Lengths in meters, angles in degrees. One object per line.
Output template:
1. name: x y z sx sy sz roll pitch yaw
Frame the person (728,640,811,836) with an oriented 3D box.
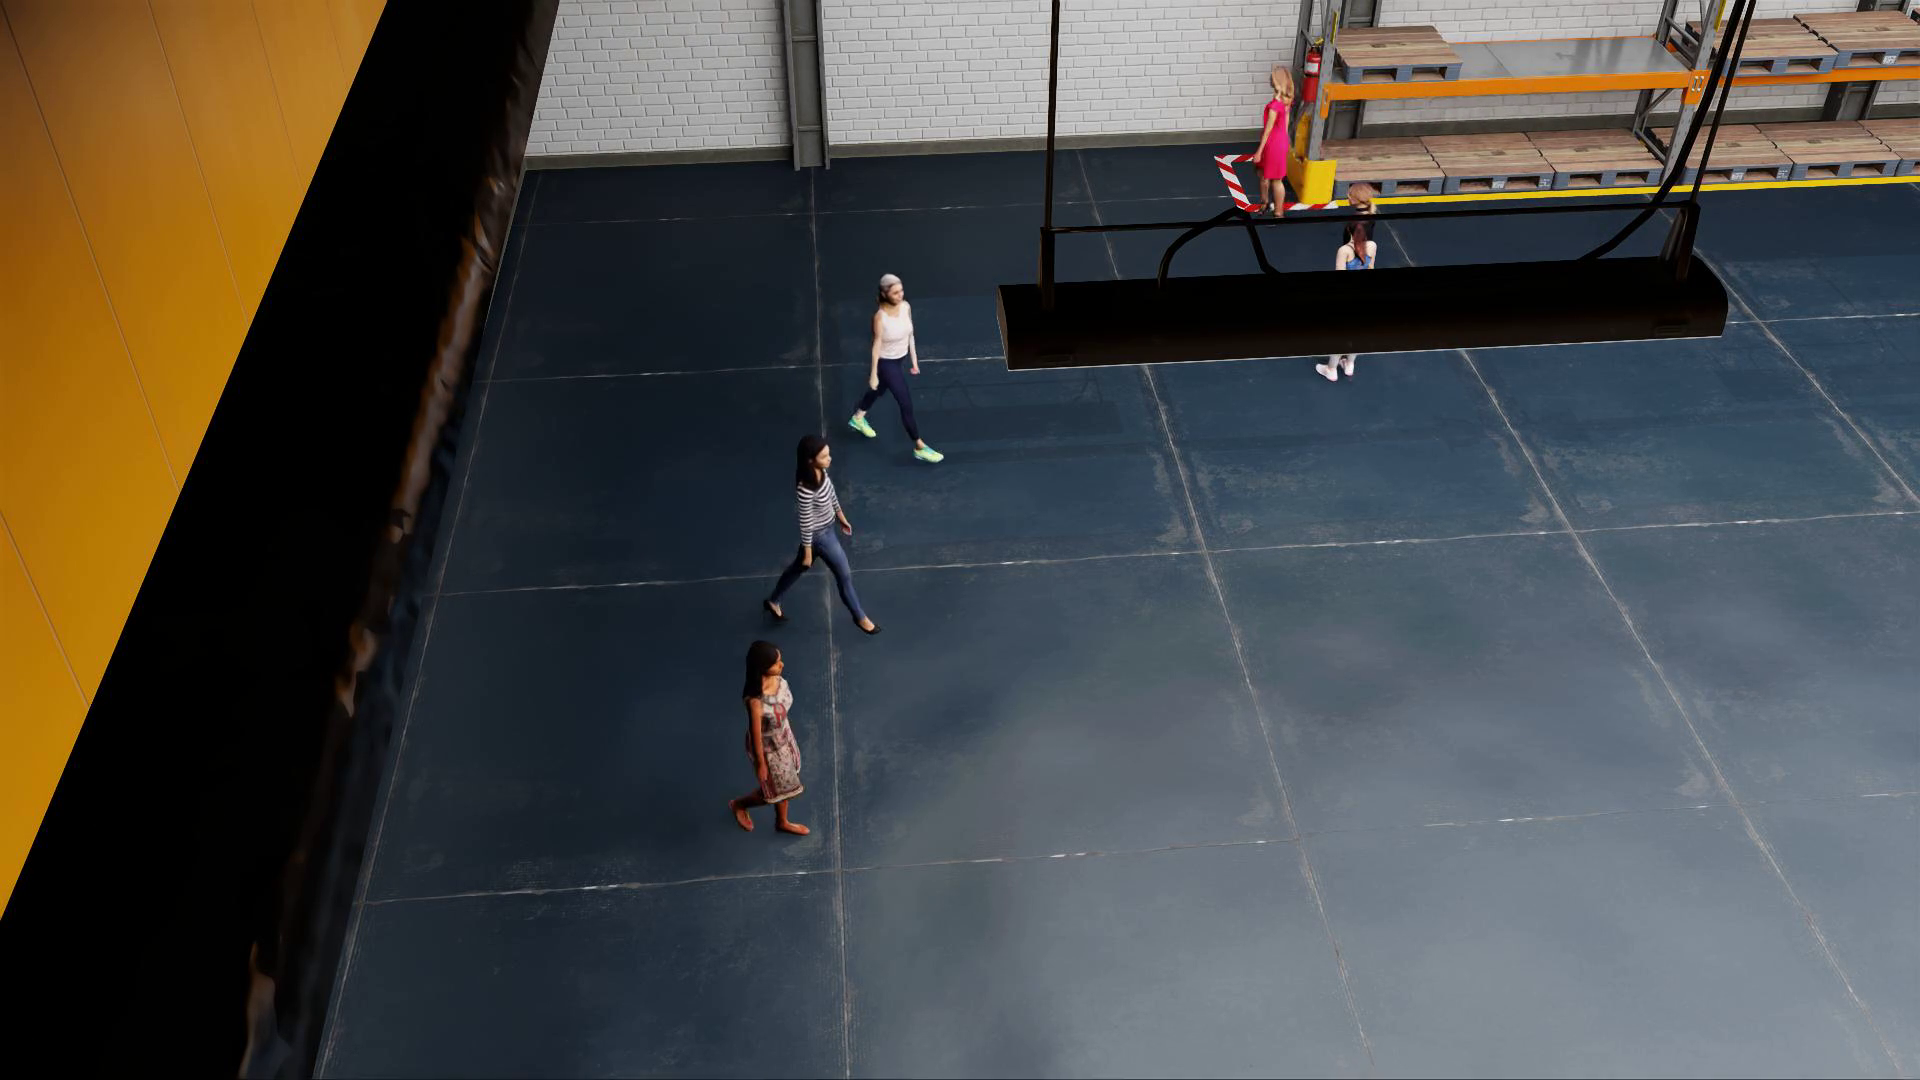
1. person: -1.263 1.267 10.423 0.878 1.636 0.782 9 39 11

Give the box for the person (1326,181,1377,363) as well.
1. person: 3.519 -2.398 14.907 0.676 1.768 0.663 17 42 20

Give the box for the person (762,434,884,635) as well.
1. person: -1.106 -0.013 11.943 1.163 1.740 0.706 3 39 4

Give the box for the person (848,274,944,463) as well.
1. person: -0.647 -1.467 13.835 1.256 1.652 1.094 22 44 25

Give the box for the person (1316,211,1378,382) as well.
1. person: 3.444 -2.165 14.742 0.558 1.609 0.684 -16 41 -19

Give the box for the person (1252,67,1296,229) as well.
1. person: 3.292 -3.966 16.913 0.766 1.715 0.702 14 41 16
